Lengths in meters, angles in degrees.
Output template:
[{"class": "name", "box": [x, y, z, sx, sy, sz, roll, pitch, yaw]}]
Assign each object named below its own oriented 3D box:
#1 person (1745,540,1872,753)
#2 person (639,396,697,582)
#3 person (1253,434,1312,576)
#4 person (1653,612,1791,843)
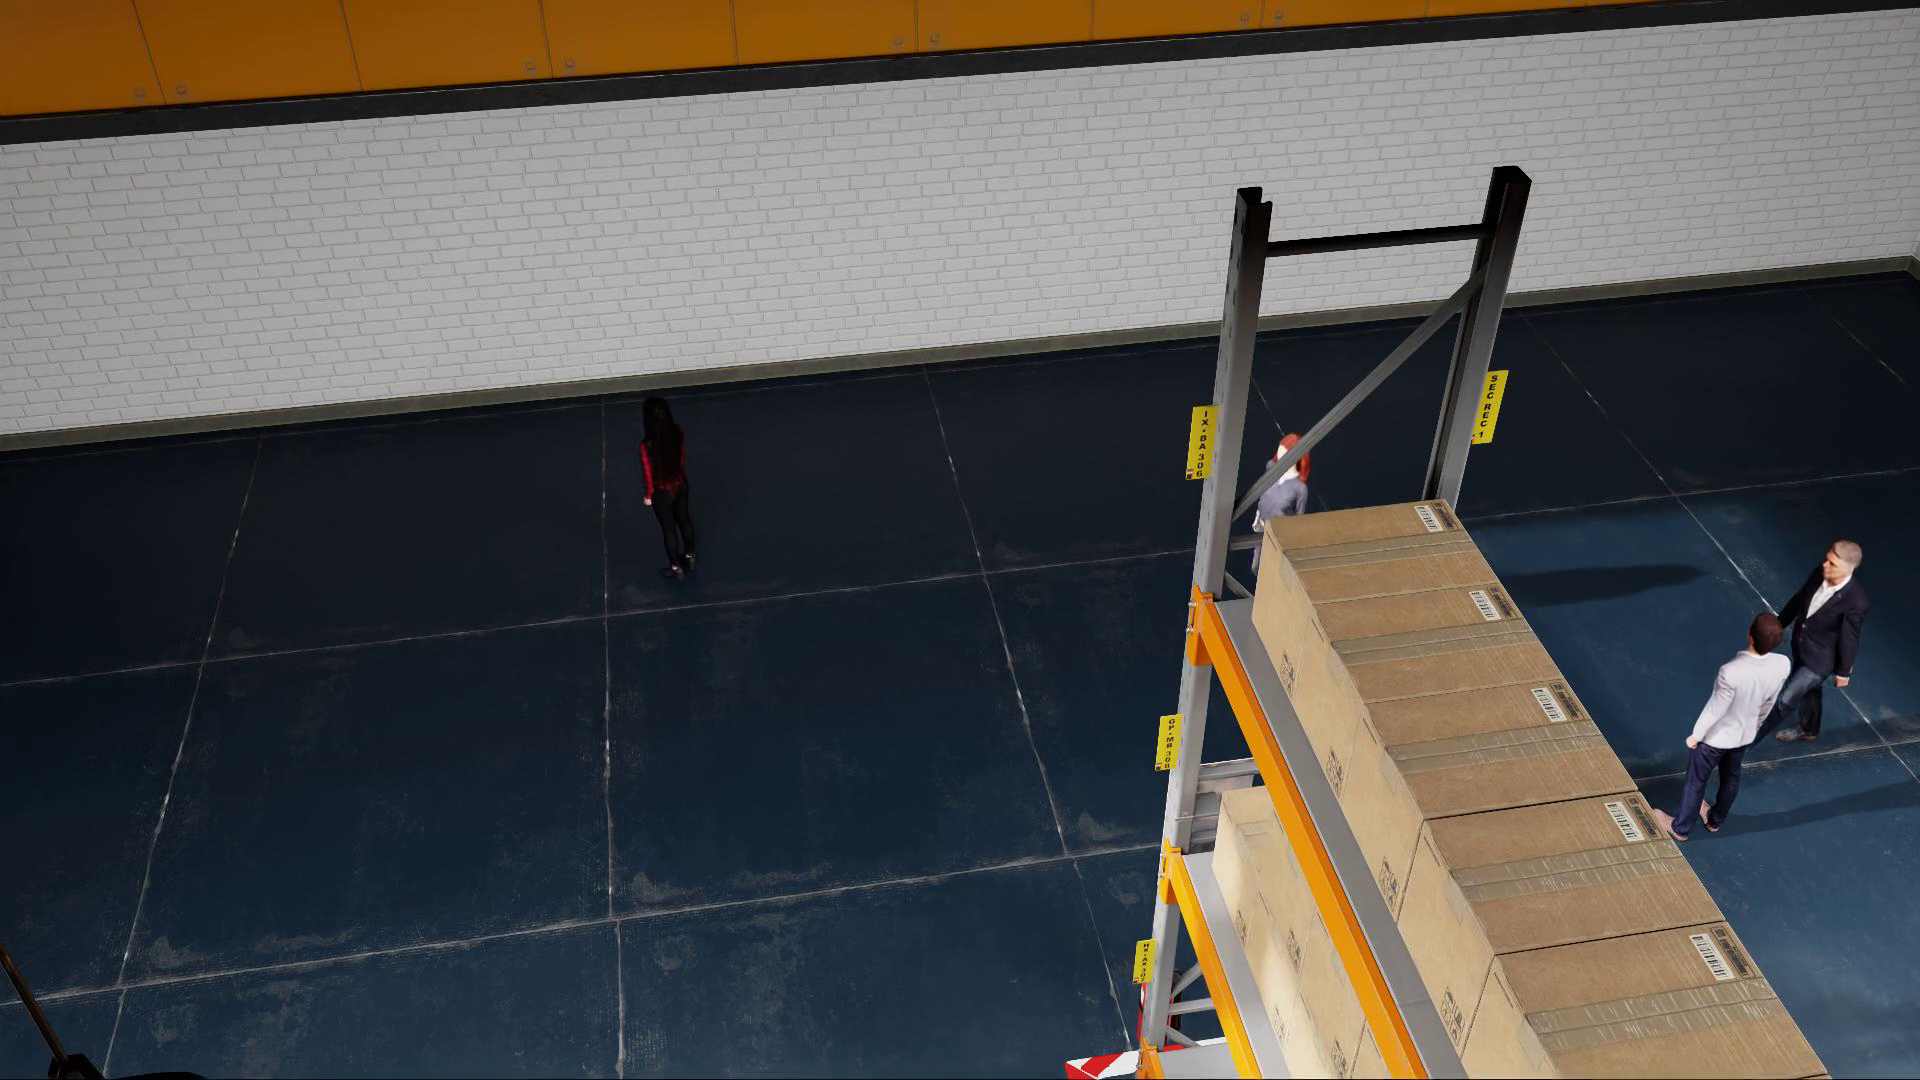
[{"class": "person", "box": [5.921, 0.739, 11.348, 0.818, 1.782, 0.995, -4, 39, -5]}, {"class": "person", "box": [-2.244, -0.401, 12.873, 0.710, 1.658, 0.655, 25, 45, 27]}, {"class": "person", "box": [2.418, -0.082, 12.384, 0.831, 1.771, 0.854, -21, 43, -24]}, {"class": "person", "box": [4.937, 1.212, 10.699, 0.704, 1.851, 0.591, -10, 40, -13]}]
